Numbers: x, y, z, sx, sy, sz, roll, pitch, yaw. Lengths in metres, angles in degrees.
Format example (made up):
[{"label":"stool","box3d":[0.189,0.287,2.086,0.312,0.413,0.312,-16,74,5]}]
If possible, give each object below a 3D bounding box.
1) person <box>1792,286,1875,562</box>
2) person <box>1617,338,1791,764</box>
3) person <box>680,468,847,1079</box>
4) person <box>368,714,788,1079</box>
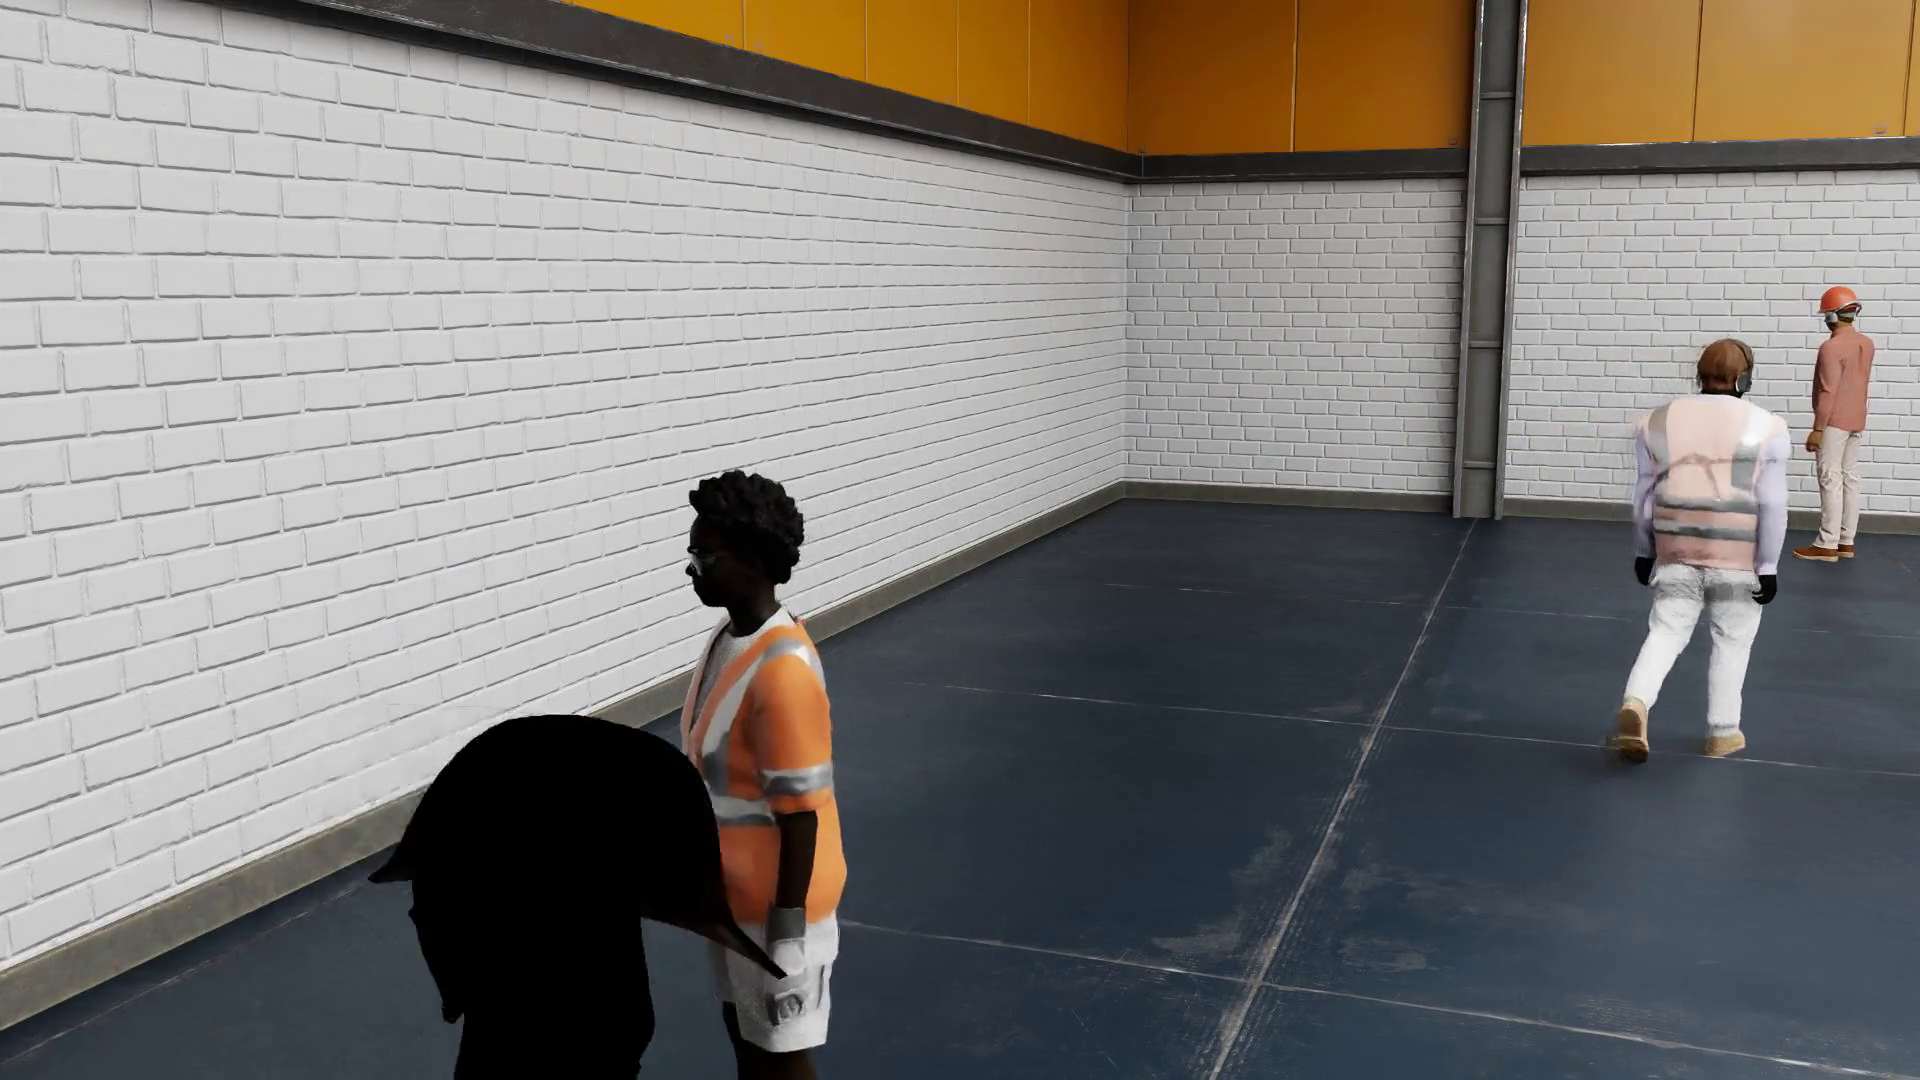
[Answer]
[{"label":"person","box3d":[6.357,-0.838,12.088,0.608,1.988,0.392,-6,11,-35]},{"label":"person","box3d":[3.116,0.062,6.999,0.632,1.816,0.817,9,13,43]},{"label":"person","box3d":[-0.404,0.703,3.342,0.334,1.700,0.543,-3,10,-19]},{"label":"person","box3d":[-0.494,0.983,1.096,1.003,1.870,0.558,1,9,8]}]
